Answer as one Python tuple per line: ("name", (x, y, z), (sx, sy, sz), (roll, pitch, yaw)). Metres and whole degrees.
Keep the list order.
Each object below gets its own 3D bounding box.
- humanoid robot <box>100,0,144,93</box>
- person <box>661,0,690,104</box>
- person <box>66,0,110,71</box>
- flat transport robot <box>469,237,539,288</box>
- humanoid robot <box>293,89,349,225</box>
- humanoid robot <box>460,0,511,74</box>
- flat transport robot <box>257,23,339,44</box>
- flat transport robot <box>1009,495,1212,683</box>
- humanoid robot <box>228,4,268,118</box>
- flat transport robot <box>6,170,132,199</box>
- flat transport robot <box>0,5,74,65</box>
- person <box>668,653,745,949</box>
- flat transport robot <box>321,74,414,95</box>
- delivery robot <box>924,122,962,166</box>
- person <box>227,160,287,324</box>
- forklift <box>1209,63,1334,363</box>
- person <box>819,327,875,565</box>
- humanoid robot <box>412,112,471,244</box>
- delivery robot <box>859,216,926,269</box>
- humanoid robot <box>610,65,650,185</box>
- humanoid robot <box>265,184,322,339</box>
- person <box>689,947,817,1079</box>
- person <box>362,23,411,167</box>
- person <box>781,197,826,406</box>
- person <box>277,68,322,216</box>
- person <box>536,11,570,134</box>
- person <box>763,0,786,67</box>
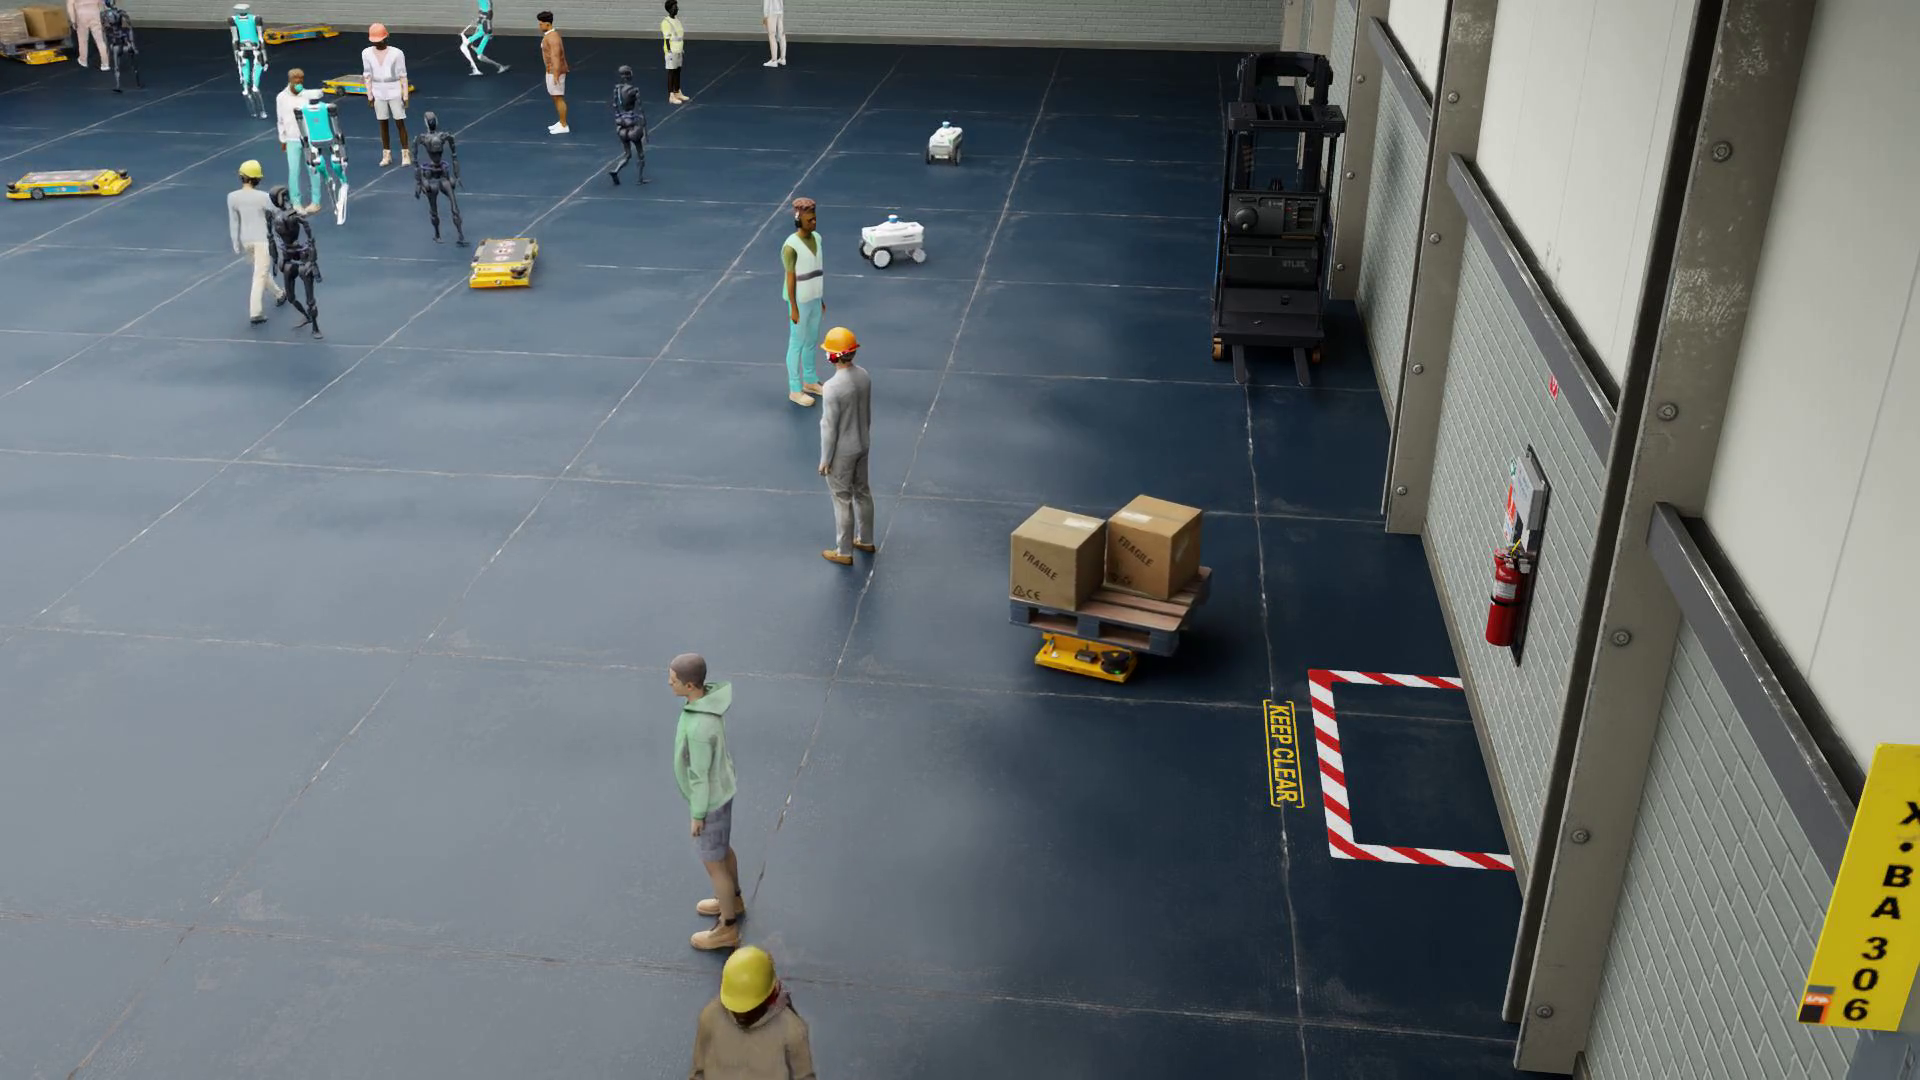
("humanoid robot", (-14.509, -8.581, 28.747), (0.590, 1.627, 0.763), (1, 27, 1))
("person", (-4.792, -8.209, 27.930), (0.318, 1.696, 0.534), (8, 28, 15))
("person", (-16.005, -9.571, 30.479), (0.654, 1.852, 0.923), (-22, 34, -36))
("flat transport robot", (-5.402, -3.302, 19.731), (0.659, 0.231, 1.431), (-3, 27, -7))
("humanoid robot", (-8.121, -4.928, 21.419), (0.555, 1.851, 0.854), (-5, 27, -9))
("humanoid robot", (-8.634, -9.189, 29.823), (0.974, 1.728, 0.533), (-15, 30, -28))
("flat transport robot", (-13.357, -10.208, 33.517), (1.431, 0.231, 0.659), (-24, 35, -39))
("flat transport robot", (1.101, 0.566, 12.009), (0.659, 0.231, 1.431), (11, 29, 21))
("humanoid robot", (-11.495, -7.687, 26.881), (0.532, 1.815, 0.731), (-2, 27, -4))
("flat transport robot", (-12.282, -4.902, 22.925), (1.431, 0.231, 0.659), (-4, 27, -7))
("flat transport robot", (-17.592, -9.245, 31.594), (1.431, 0.231, 0.659), (23, 34, 38))
("person", (-1.329, 1.365, 8.783), (0.315, 1.735, 0.478), (-2, 27, -5))
("flat transport robot", (-10.291, -7.880, 28.869), (1.431, 0.231, 0.659), (8, 28, 16))
("delivery robot", (-0.208, -5.825, 24.459), (0.499, 0.605, 0.799), (6, 27, 12))
("person", (-7.611, -3.255, 18.034), (0.519, 1.694, 0.979), (4, 27, 9))
("forklift", (3.241, -3.477, 17.183), (1.129, 2.768, 1.873), (3, 27, 6))
("person", (-0.880, -0.723, 12.785), (0.382, 1.890, 0.556), (15, 30, 27))
("humanoid robot", (-6.394, -4.426, 20.419), (0.608, 1.634, 0.656), (-18, 32, -31))
("delivery robot", (-0.825, -3.585, 19.997), (0.803, 0.614, 0.499), (-10, 28, -20))
("humanoid robot", (-4.605, -5.714, 22.985), (0.611, 1.633, 0.563), (19, 32, 32))
("humanoid robot", (-6.934, -2.944, 17.451), (0.602, 1.646, 0.474), (8, 28, 16))
("person", (-0.831, 2.326, 6.862), (0.540, 1.736, 0.770), (6, 27, 11))
("person", (-8.244, -6.401, 23.950), (0.604, 2.034, 0.386), (-2, 27, -3))
("person", (-1.471, -2.278, 15.782), (0.405, 1.977, 0.485), (16, 31, 28))
("person", (-8.592, -5.190, 21.709), (0.541, 1.898, 0.506), (-9, 28, -18))
("person", (-6.320, -7.315, 25.985), (0.410, 1.843, 0.794), (-10, 28, -19))
("person", (-3.437, -9.732, 30.771), (0.401, 1.879, 0.499), (20, 33, 35))
